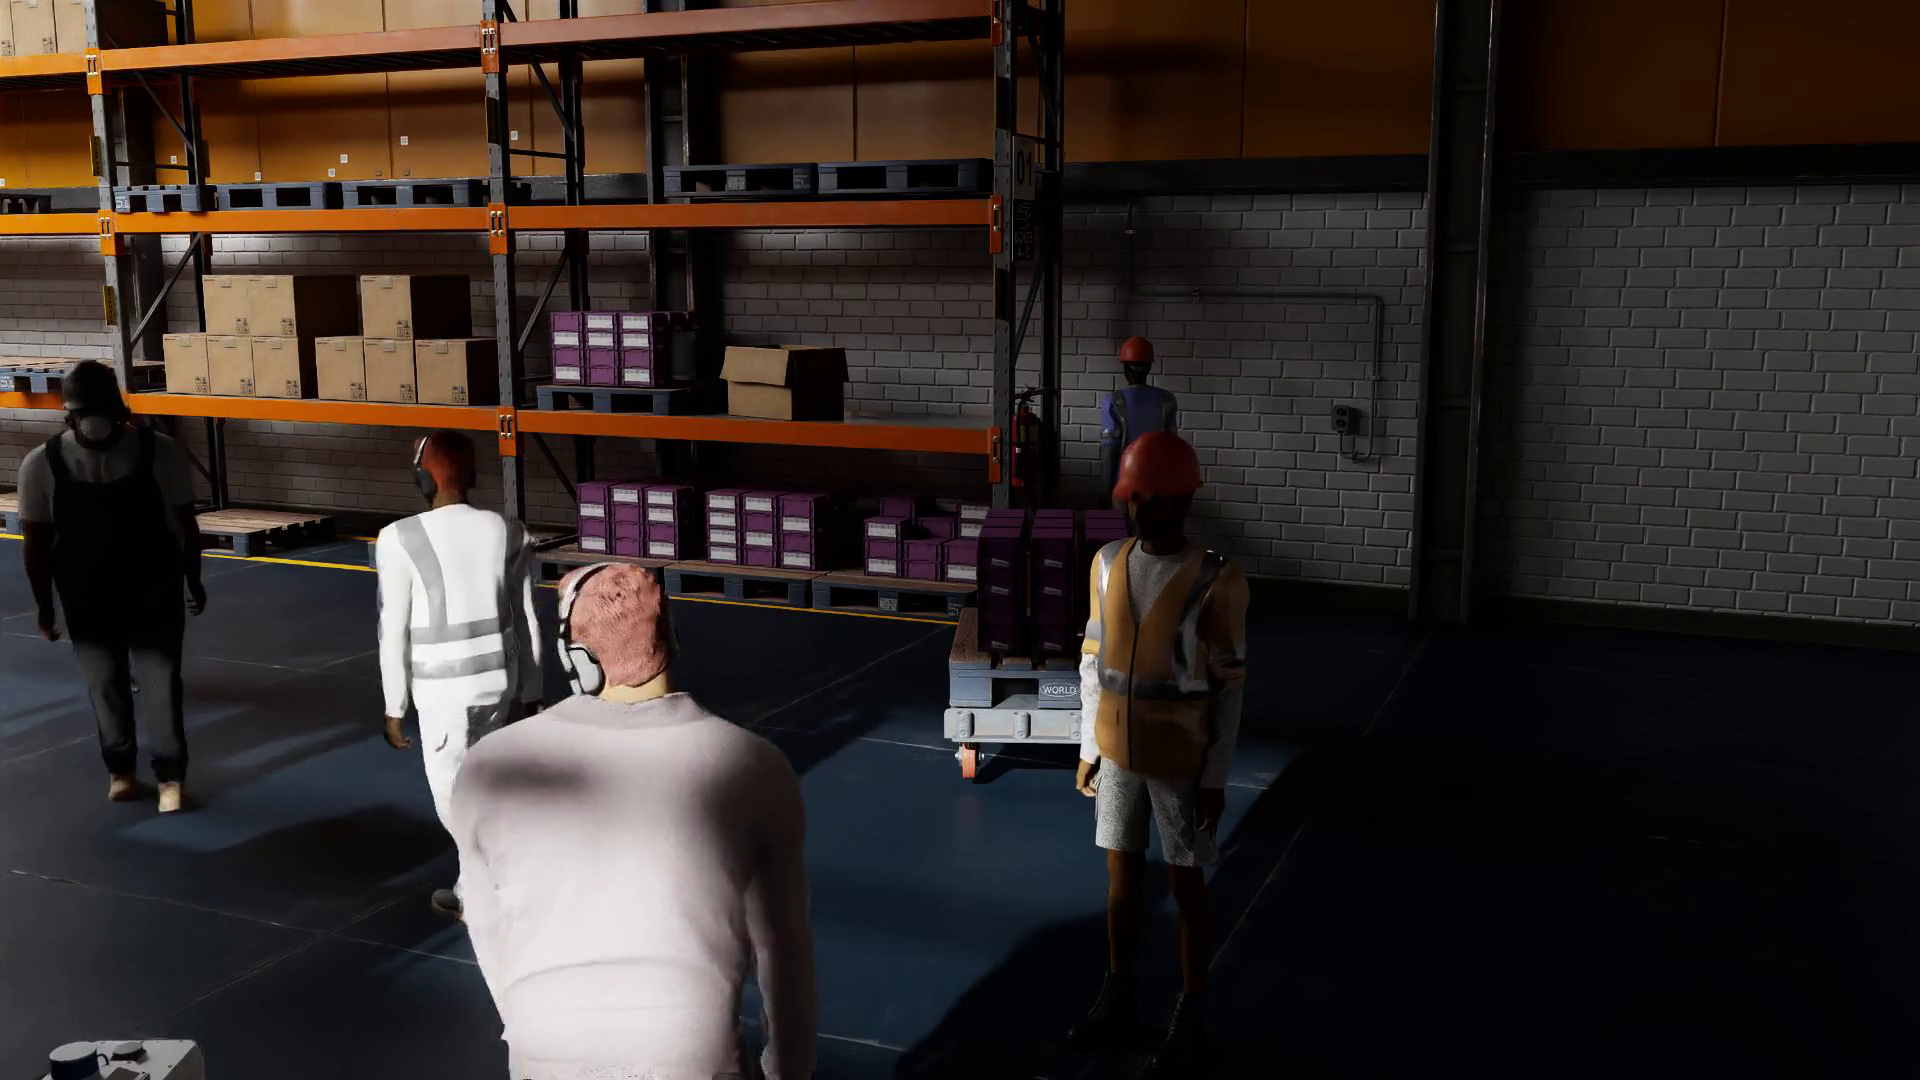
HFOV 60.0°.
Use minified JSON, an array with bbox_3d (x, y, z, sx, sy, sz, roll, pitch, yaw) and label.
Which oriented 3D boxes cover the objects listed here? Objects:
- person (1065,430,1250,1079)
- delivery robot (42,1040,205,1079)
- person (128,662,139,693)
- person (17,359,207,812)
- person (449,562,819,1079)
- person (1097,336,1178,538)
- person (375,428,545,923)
[{"bbox_3d":[0.579,0.634,4.985,0.544,1.938,0.355,7,12,37],"label":"person"},{"bbox_3d":[-2.099,1.445,3.977,0.477,0.478,0.707,0,10,-2],"label":"delivery robot"},{"bbox_3d":[-4.822,-0.016,9.395,0.438,1.752,0.550,5,11,27],"label":"person"},{"bbox_3d":[-3.700,0.200,7.277,0.713,2.000,0.806,-4,10,-23],"label":"person"},{"bbox_3d":[-0.598,0.968,3.167,0.657,1.875,0.430,-1,10,-8],"label":"person"},{"bbox_3d":[1.170,-0.388,11.108,0.550,1.935,0.375,-3,10,-17],"label":"person"},{"bbox_3d":[-1.677,0.542,5.804,0.849,1.859,0.580,9,13,42],"label":"person"}]
